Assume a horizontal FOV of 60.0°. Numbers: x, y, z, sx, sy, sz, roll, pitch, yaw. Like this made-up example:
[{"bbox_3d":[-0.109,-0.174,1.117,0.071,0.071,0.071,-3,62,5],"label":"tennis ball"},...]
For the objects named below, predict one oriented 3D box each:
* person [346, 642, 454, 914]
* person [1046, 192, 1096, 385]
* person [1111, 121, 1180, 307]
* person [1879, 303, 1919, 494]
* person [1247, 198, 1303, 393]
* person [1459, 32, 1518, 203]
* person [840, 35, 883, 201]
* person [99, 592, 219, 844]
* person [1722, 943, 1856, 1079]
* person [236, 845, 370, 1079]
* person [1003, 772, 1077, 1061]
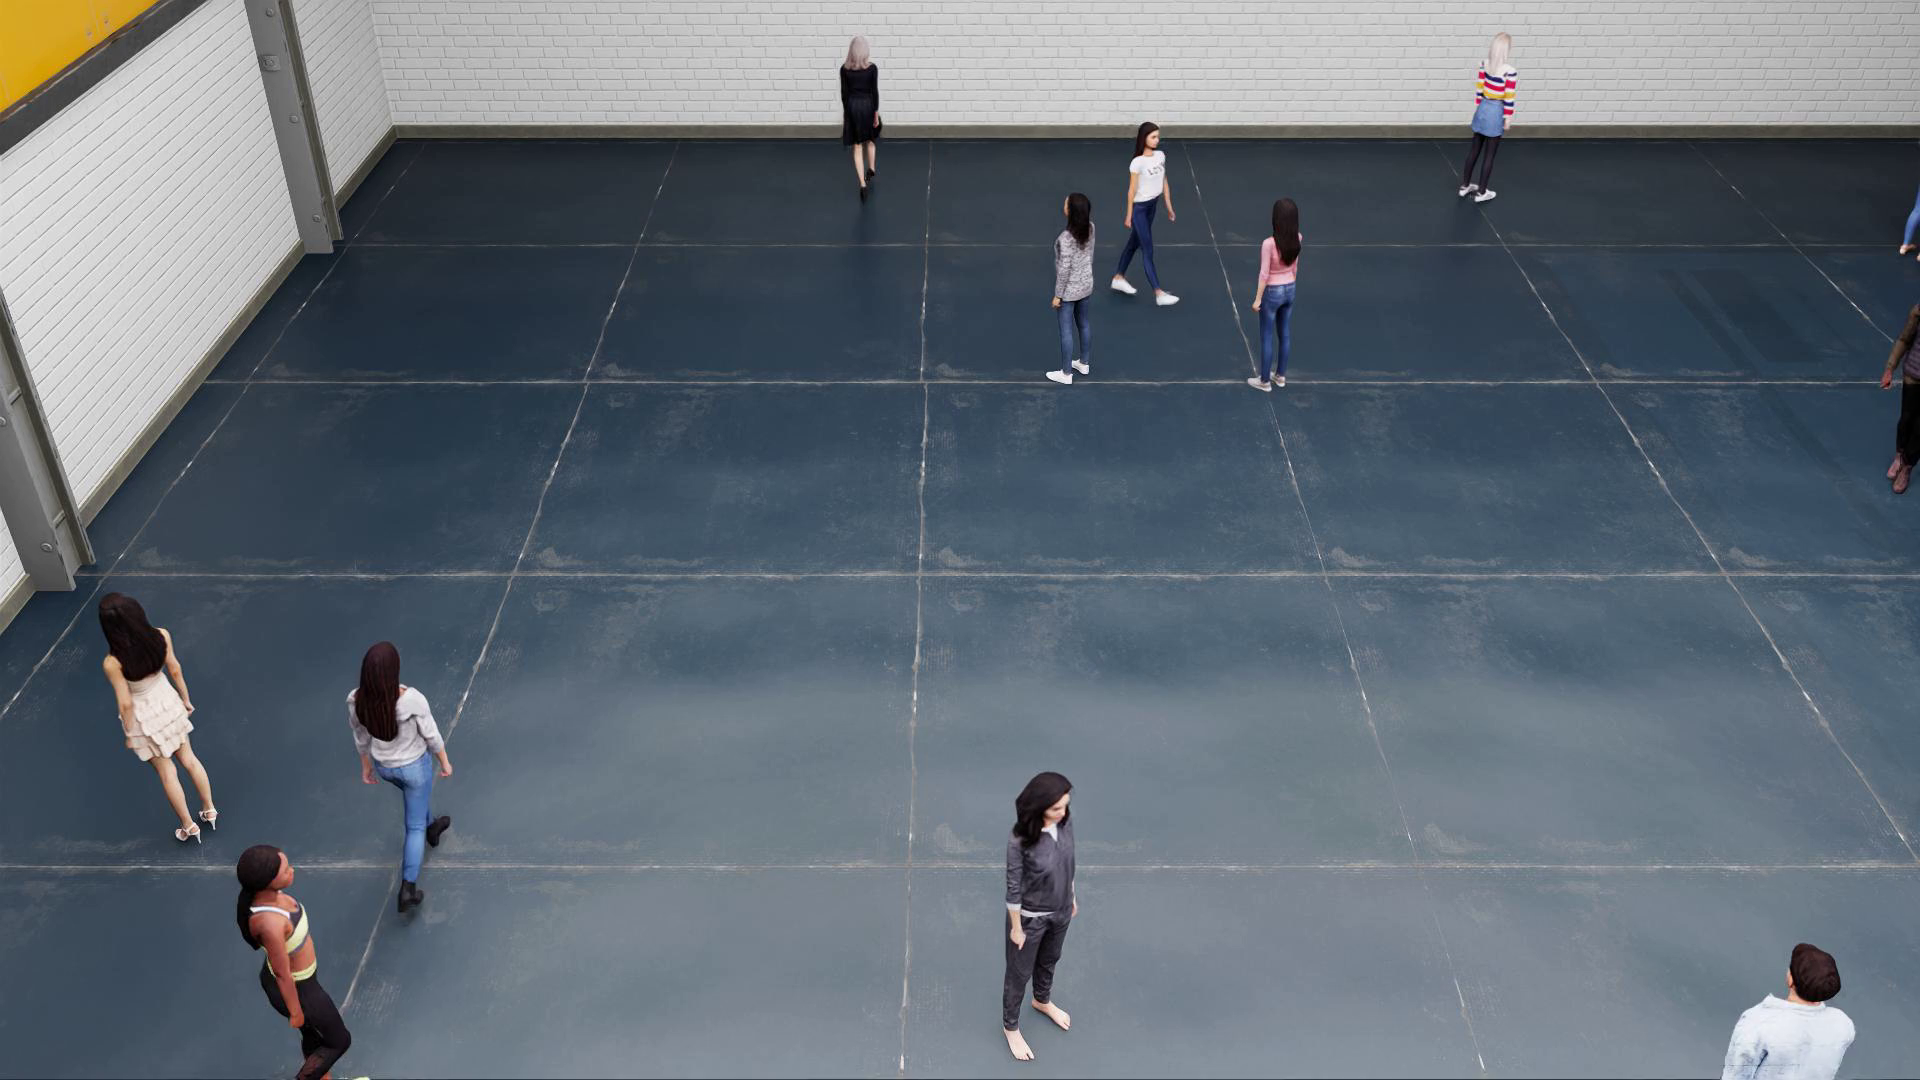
[{"bbox_3d":[-3.106,1.327,9.218,0.715,1.595,1.088,4,34,7],"label":"person"},{"bbox_3d":[0.986,-2.190,14.386,0.741,1.731,0.670,27,42,34],"label":"person"},{"bbox_3d":[1.660,-3.112,15.763,1.073,1.742,1.065,24,40,31],"label":"person"},{"bbox_3d":[7.574,-1.289,12.953,0.903,1.818,0.956,25,41,32],"label":"person"},{"bbox_3d":[2.715,-2.100,14.241,0.639,1.742,0.652,-17,37,-24],"label":"person"},{"bbox_3d":[5.691,-4.554,17.873,0.780,1.807,0.659,-19,38,-27],"label":"person"},{"bbox_3d":[-1.077,-4.511,17.886,0.584,1.723,0.939,-1,34,-2],"label":"person"},{"bbox_3d":[-4.597,1.032,9.534,0.728,1.737,0.623,18,38,25],"label":"person"},{"bbox_3d":[3.551,2.543,7.238,0.706,1.762,1.191,1,34,2],"label":"person"},{"bbox_3d":[-3.229,2.145,7.854,0.808,1.743,0.776,-19,38,-26],"label":"person"},{"bbox_3d":[0.390,1.832,8.308,0.661,1.761,0.714,-27,42,-35],"label":"person"}]
